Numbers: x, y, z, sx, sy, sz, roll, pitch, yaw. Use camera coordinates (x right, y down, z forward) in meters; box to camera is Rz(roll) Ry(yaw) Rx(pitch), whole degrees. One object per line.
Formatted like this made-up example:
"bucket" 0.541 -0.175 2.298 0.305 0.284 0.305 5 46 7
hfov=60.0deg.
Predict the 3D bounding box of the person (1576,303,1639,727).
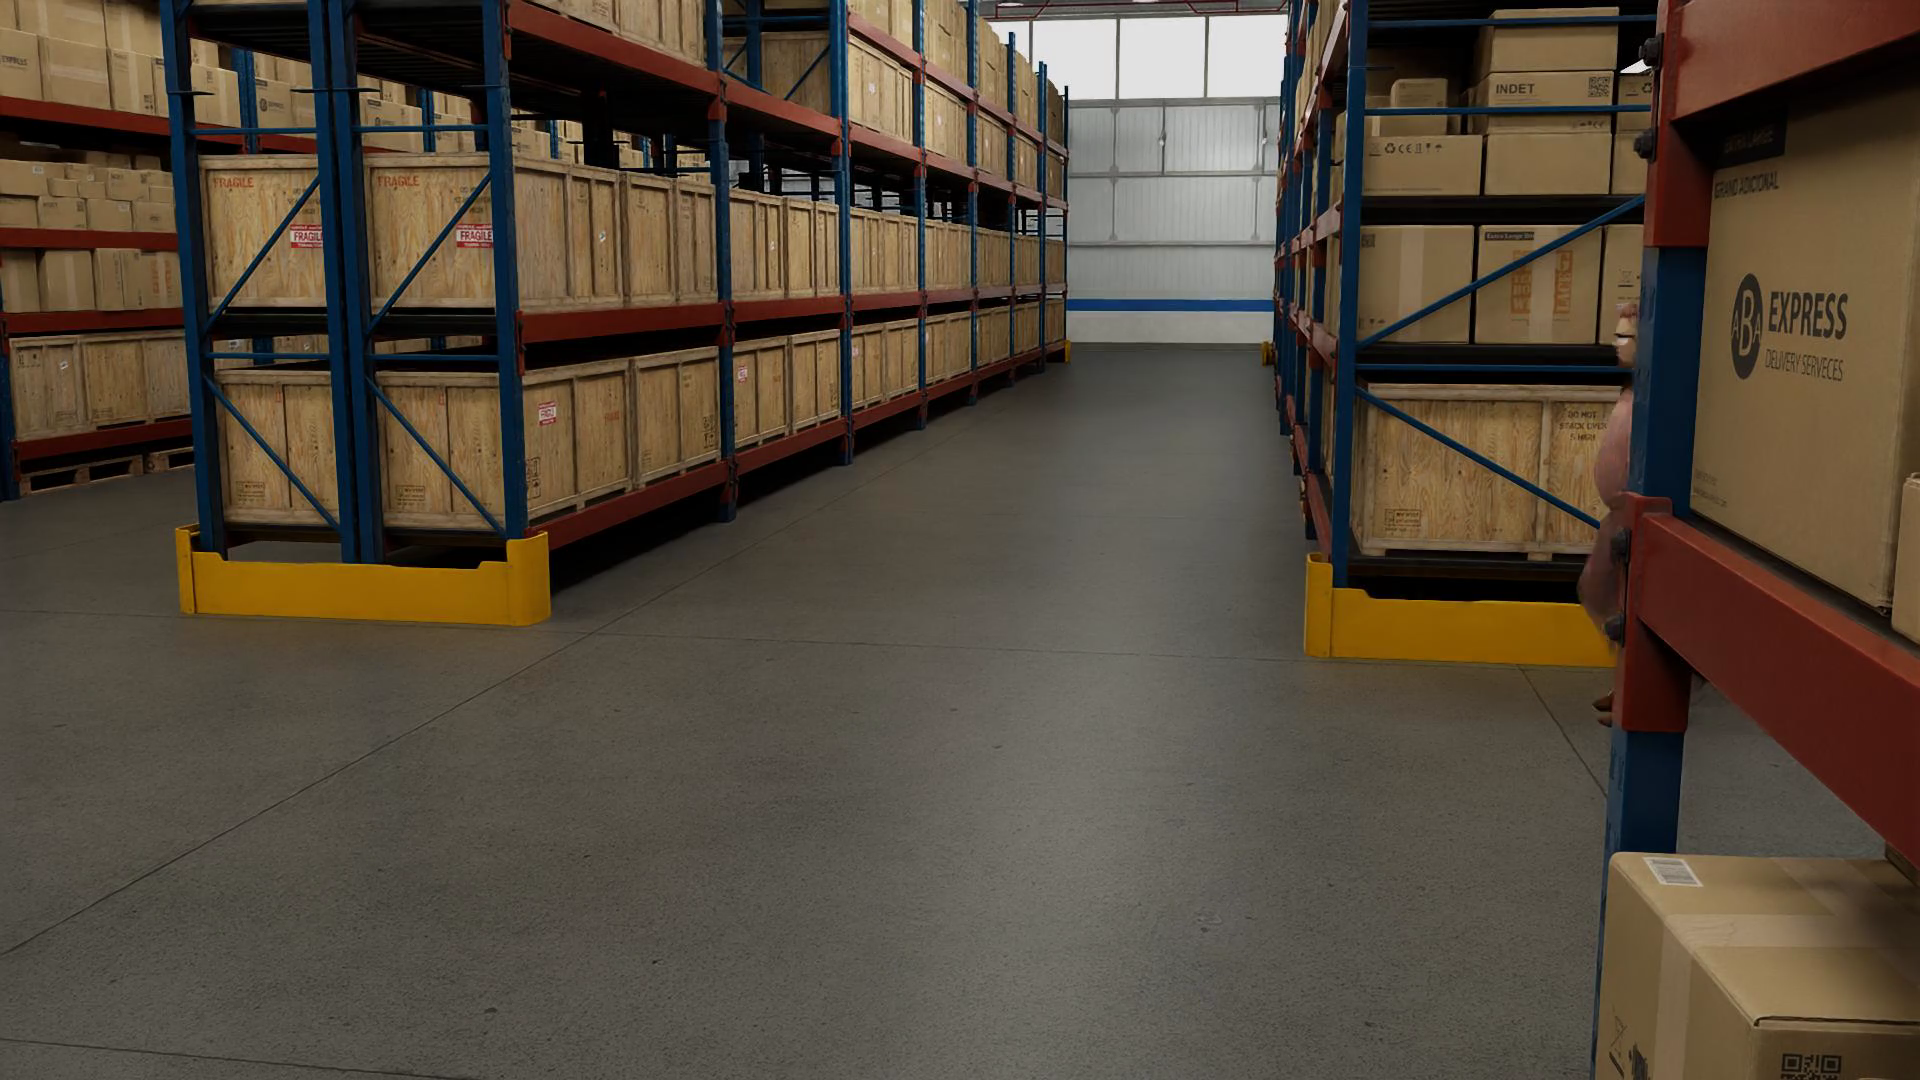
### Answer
"person" 2.988 -0.092 7.337 0.456 1.888 0.651 2 9 11
